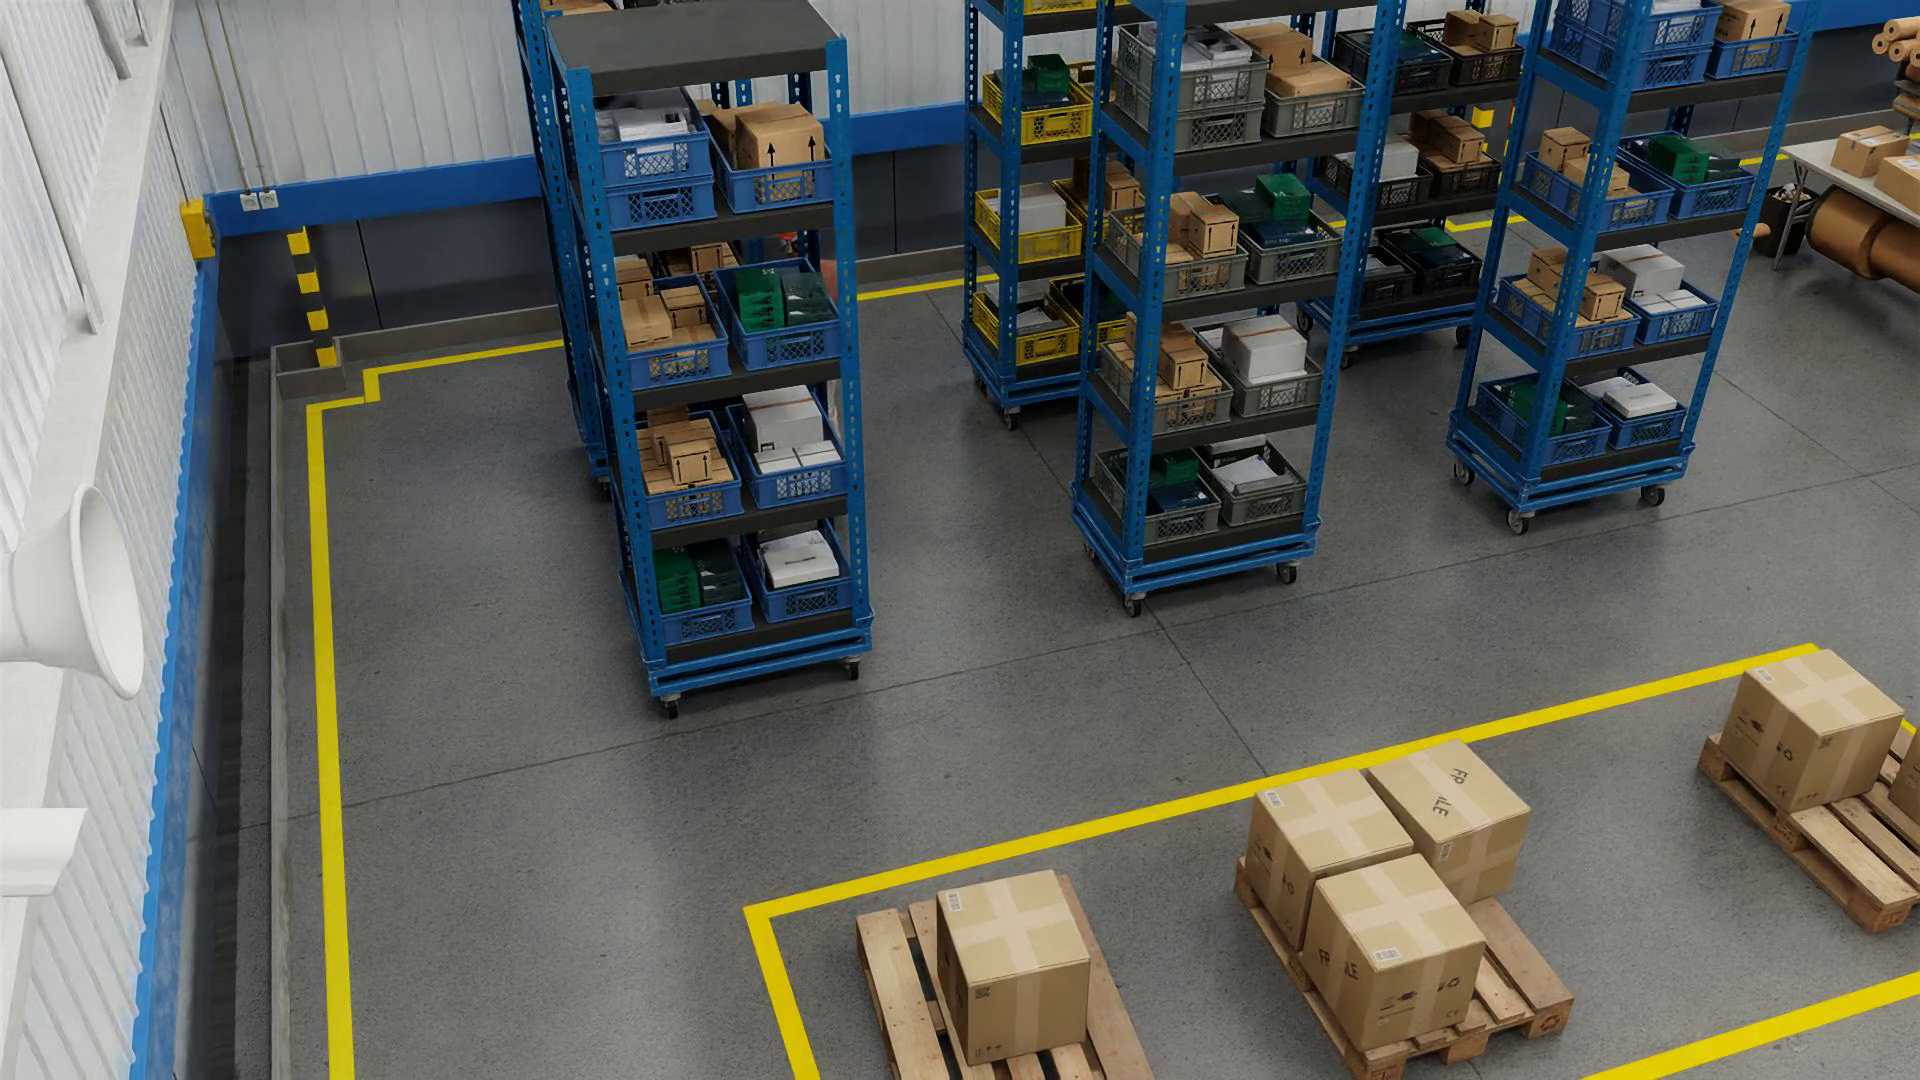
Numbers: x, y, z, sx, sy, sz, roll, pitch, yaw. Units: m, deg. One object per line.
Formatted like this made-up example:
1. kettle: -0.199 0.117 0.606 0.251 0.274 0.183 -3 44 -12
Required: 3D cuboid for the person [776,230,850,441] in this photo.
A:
1. person: -0.938 -1.088 10.109 0.623 1.980 0.411 -28 44 -34
